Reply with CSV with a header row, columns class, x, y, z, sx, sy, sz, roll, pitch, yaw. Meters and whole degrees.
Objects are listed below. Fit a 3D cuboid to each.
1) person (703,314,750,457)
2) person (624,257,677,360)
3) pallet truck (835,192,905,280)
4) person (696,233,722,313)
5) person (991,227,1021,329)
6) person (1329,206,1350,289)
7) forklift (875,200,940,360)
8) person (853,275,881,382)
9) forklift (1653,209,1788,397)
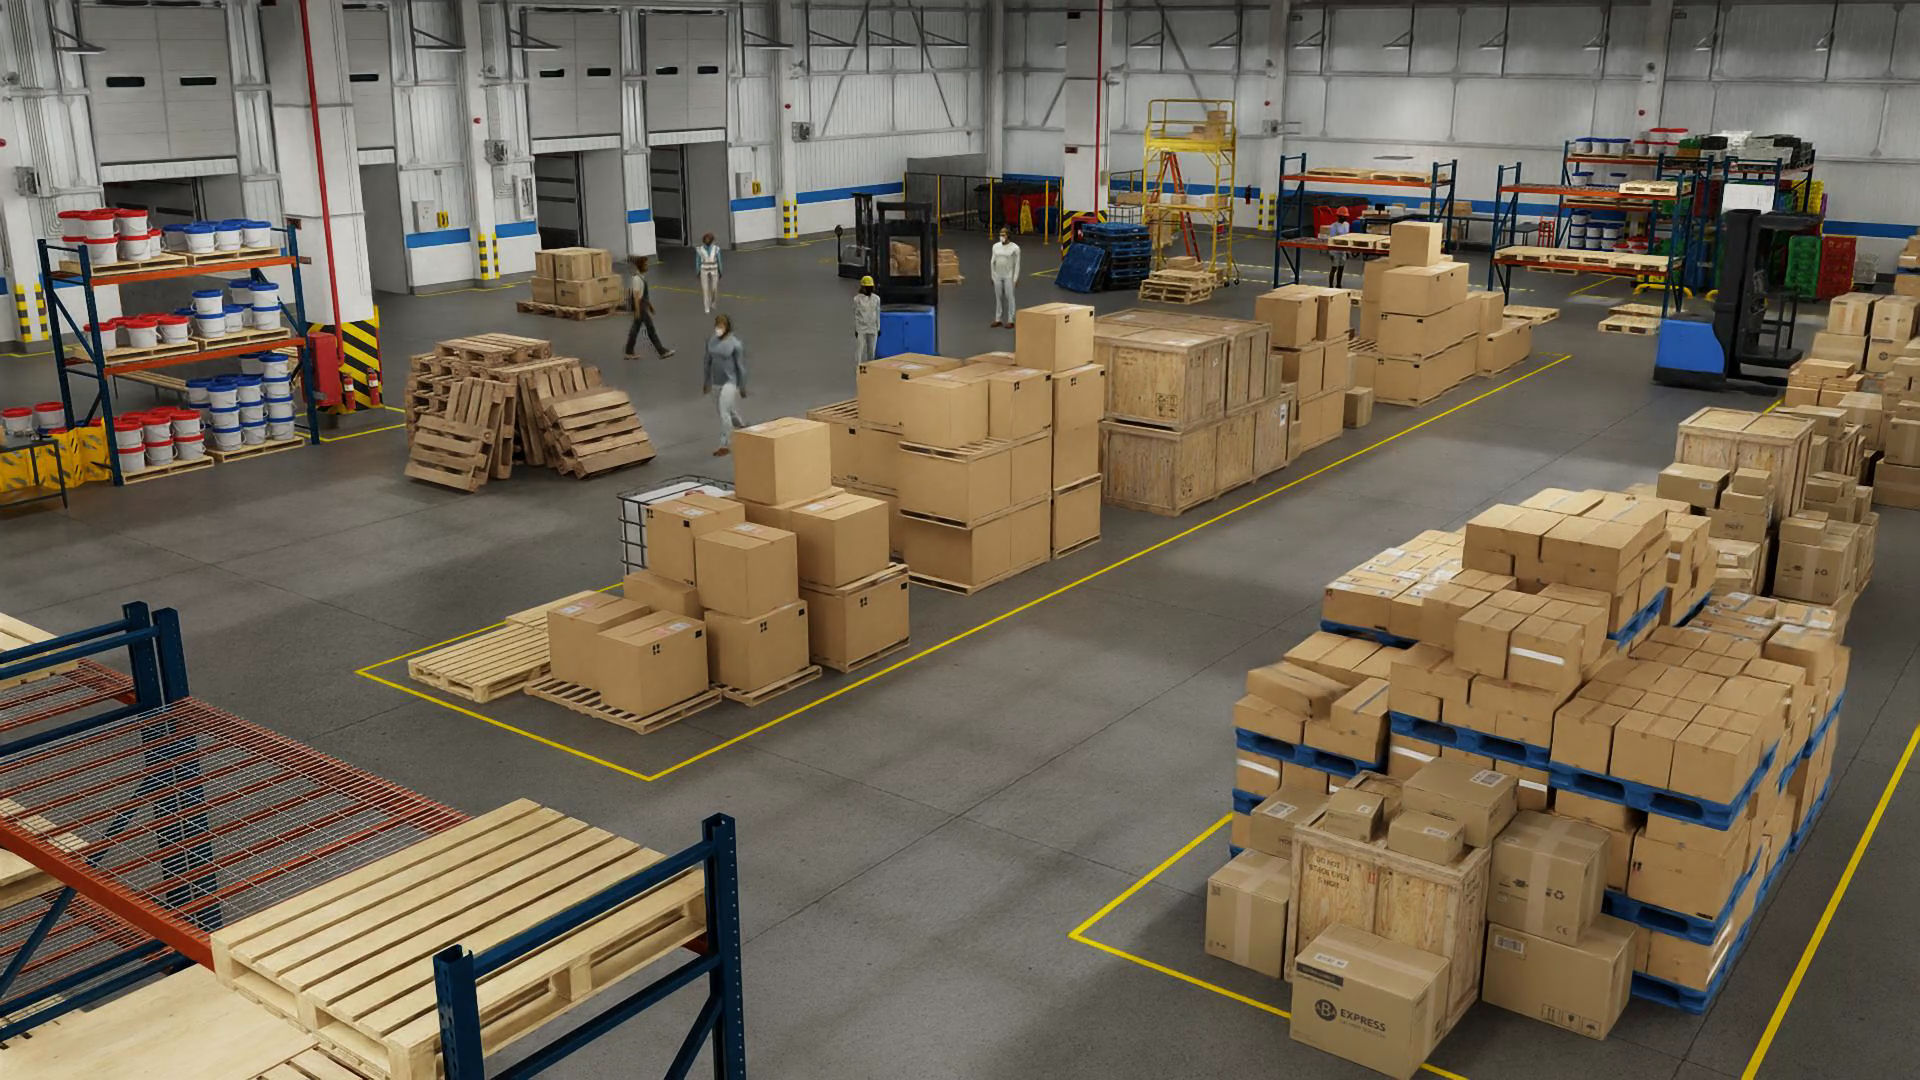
class,x,y,z,sx,sy,sz,roll,pitch,yaw
person,-3.110,-2.124,22.469,0.635,1.913,0.834,11,20,32
person,-5.449,-4.018,28.913,0.953,1.794,0.536,-2,17,-6
pallet truck,-1.936,-7.159,38.982,1.885,1.965,0.823,-12,21,-34
person,-5.140,-5.456,33.991,0.556,1.624,0.378,-5,18,-16
person,0.866,-5.059,32.131,0.632,1.940,0.372,10,19,30
person,8.288,-6.302,36.273,0.544,1.932,0.374,-11,20,-33
forklift,-0.918,-4.306,28.031,1.129,2.768,1.873,0,17,1
person,-1.505,-3.435,27.083,0.485,1.744,0.308,-9,19,-27
forklift,12.271,-3.827,26.446,1.873,2.768,1.129,12,21,35
